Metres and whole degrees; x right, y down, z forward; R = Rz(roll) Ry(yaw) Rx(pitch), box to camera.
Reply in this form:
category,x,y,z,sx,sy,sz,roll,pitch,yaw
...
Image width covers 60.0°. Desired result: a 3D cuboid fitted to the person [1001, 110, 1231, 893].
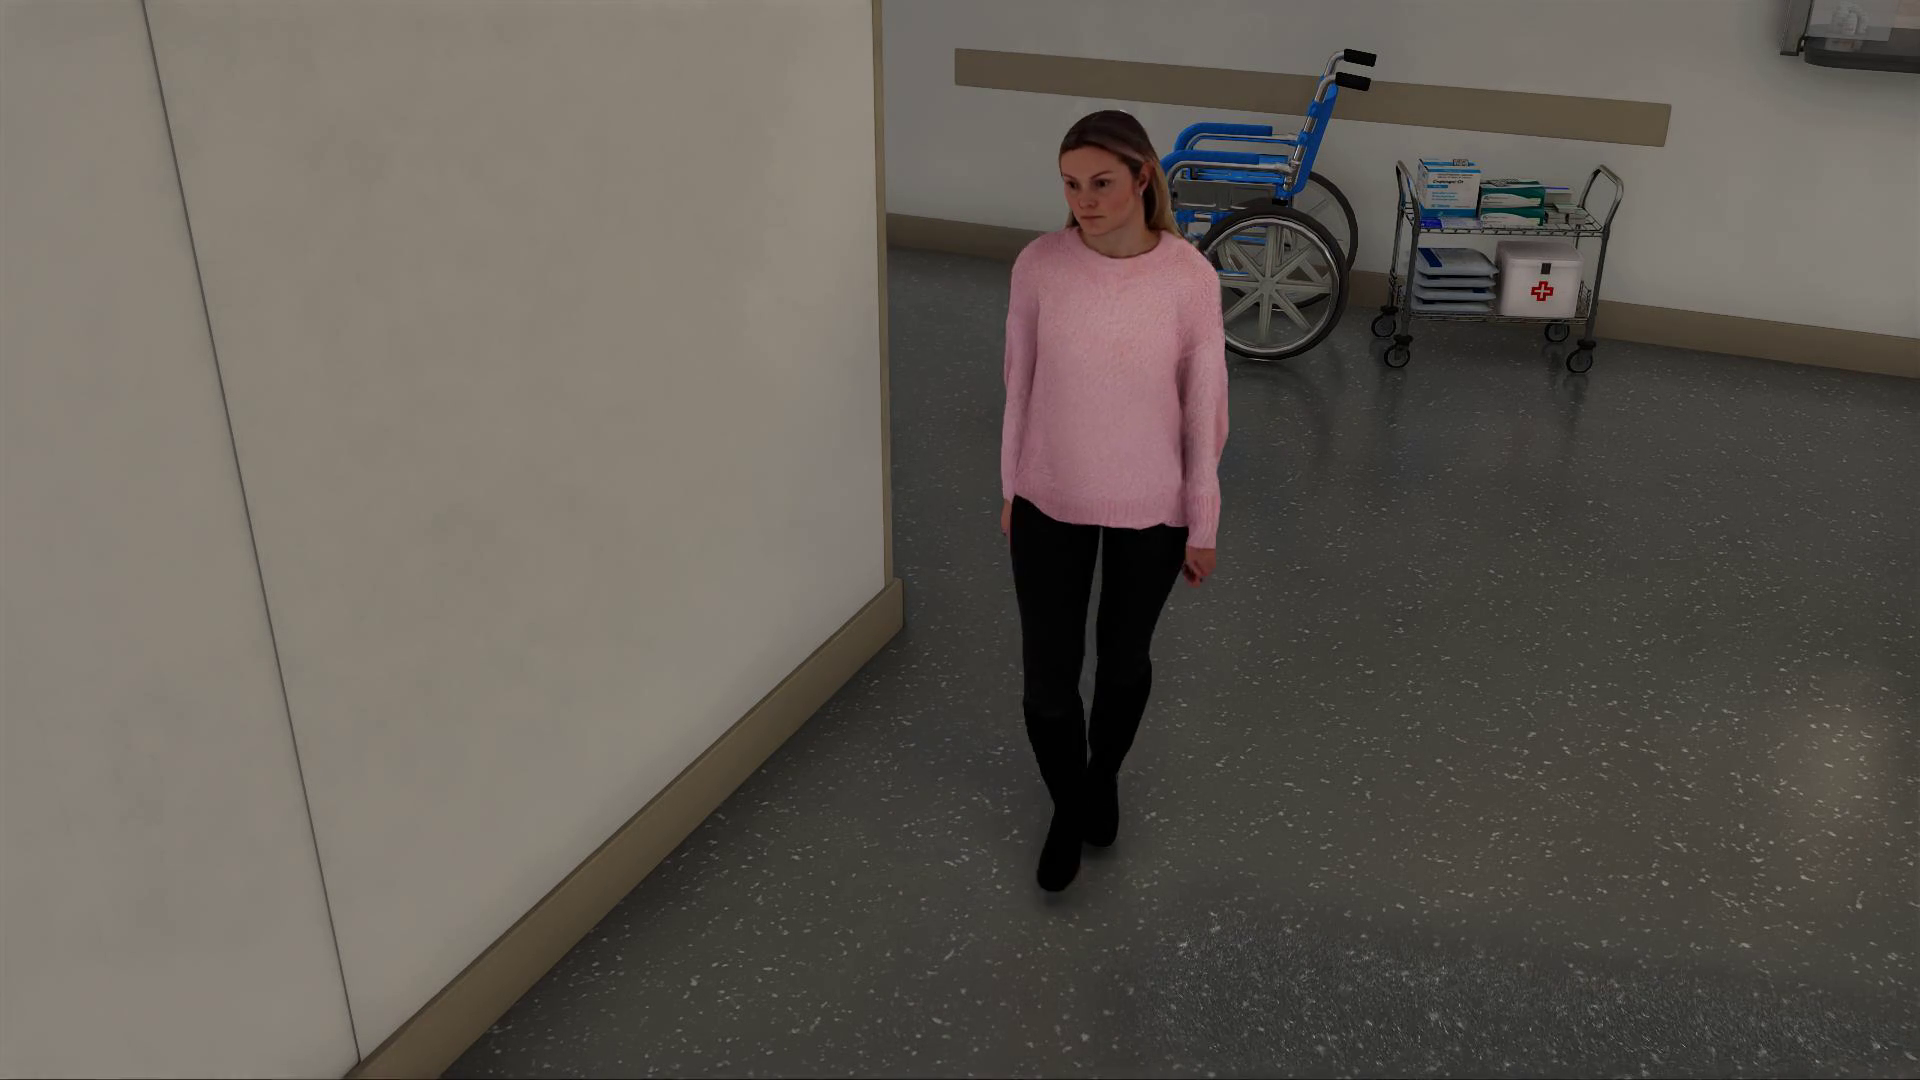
category,x,y,z,sx,sy,sz,roll,pitch,yaw
person,0.319,-0.102,3.595,0.727,1.668,0.790,3,26,7
